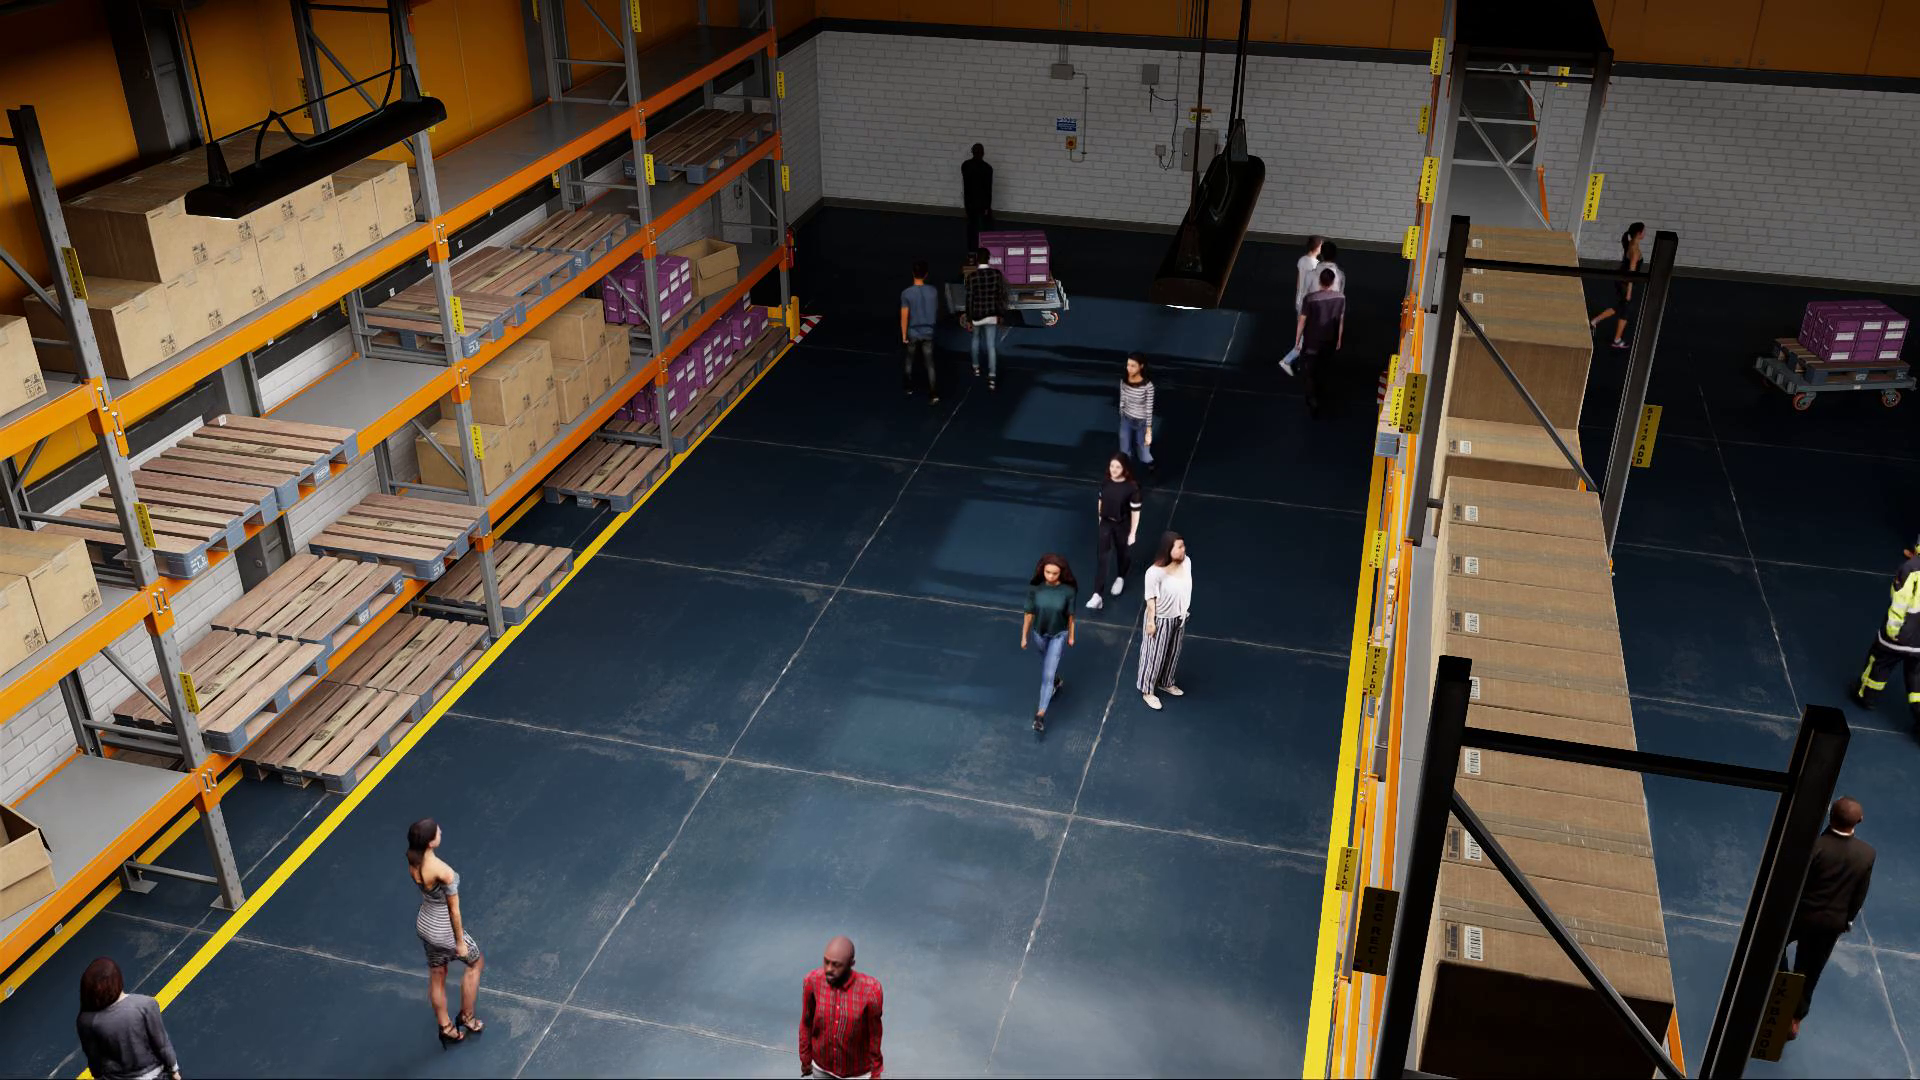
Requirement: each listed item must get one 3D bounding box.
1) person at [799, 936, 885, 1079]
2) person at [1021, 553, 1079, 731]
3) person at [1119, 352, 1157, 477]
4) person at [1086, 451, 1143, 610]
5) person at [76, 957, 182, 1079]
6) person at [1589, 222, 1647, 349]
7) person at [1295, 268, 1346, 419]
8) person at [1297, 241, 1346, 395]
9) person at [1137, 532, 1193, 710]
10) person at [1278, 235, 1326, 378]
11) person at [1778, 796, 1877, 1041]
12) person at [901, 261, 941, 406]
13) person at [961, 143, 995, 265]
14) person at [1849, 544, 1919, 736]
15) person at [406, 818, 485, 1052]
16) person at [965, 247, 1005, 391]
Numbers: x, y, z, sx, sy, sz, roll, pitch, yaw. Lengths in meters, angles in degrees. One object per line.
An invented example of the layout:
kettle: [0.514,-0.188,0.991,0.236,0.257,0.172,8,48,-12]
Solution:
person: [-0.700,3.095,9.997,0.659,1.819,0.539,7,29,13]
person: [0.803,0.791,14.489,0.631,1.562,1.120,10,30,17]
person: [1.938,-1.201,17.929,0.765,1.763,1.068,17,33,28]
person: [1.570,-0.151,16.169,0.752,1.606,1.073,14,32,24]
person: [-4.886,3.219,9.850,0.980,1.741,1.113,-11,30,-19]
person: [8.672,-3.339,21.905,0.713,1.710,0.855,2,29,4]
person: [4.326,-2.335,19.941,0.957,1.828,1.169,-2,29,-4]
person: [4.471,-2.714,20.573,0.998,1.889,1.307,-4,29,-7]
person: [1.808,0.666,14.596,0.749,1.677,0.849,-23,36,-36]
person: [4.351,-2.938,21.036,0.955,1.839,0.960,-8,30,-15]
person: [5.628,2.541,10.939,0.754,1.887,0.701,4,29,7]
person: [-0.438,-2.479,20.270,0.960,1.765,1.203,-7,29,-12]
person: [0.218,-5.008,24.867,0.753,1.804,0.735,14,32,24]
person: [8.182,0.753,14.155,1.054,1.949,1.294,-4,29,-6]
person: [-3.455,2.626,10.865,0.721,1.811,0.725,20,34,32]
person: [0.329,-2.719,20.695,1.012,1.781,1.314,-4,29,-8]
